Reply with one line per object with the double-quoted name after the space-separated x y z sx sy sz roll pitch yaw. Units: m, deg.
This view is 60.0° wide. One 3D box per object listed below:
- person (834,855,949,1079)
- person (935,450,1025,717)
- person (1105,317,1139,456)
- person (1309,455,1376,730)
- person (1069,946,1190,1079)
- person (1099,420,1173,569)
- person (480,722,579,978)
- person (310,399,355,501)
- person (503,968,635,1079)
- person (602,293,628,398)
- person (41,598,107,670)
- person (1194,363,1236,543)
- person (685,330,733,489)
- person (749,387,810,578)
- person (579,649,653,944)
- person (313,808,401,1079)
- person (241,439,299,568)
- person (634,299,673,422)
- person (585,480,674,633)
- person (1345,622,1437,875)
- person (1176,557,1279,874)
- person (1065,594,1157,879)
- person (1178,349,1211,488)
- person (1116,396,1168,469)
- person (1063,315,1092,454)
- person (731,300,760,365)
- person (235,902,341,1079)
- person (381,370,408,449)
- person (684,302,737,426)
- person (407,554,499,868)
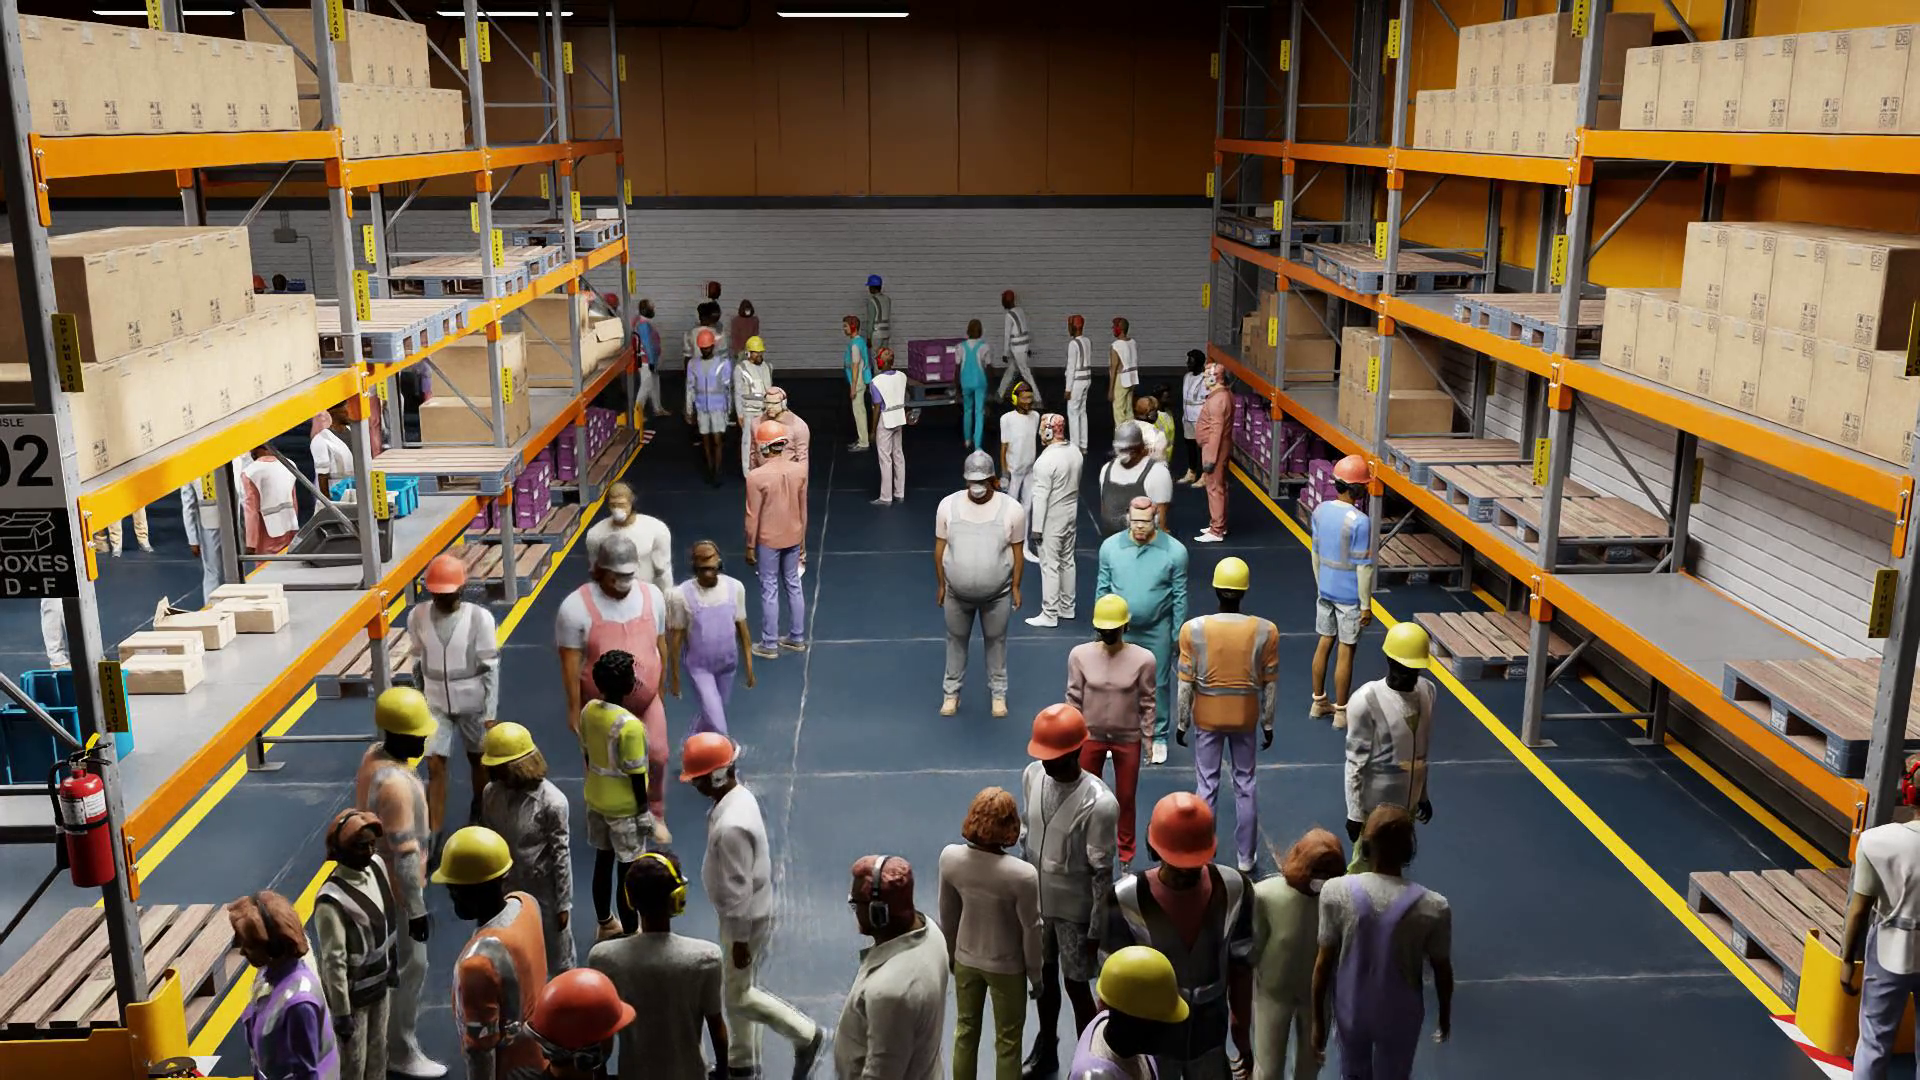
-0.253 2.035 6.031 0.402 1.896 0.652 2 14 9 "person"
0.138 0.332 12.414 0.673 2.000 0.536 1 14 5 "person"
2.177 -2.034 22.128 0.402 1.833 0.563 11 18 37 "person"
2.824 0.382 12.217 0.374 2.044 0.607 -7 16 -25 "person"
0.523 2.186 5.397 0.394 1.913 0.591 3 15 10 "person"
1.470 -0.062 13.961 0.682 2.000 0.950 9 17 31 "person"
-2.030 1.668 7.796 0.489 1.733 0.356 7 16 26 "person"
-5.727 -0.413 15.489 0.364 1.966 0.609 4 15 17 "person"
-1.135 2.228 5.063 0.614 1.993 0.395 12 18 39 "person"
-5.642 -3.146 26.756 0.732 1.706 0.571 11 18 36 "person"
-7.248 0.176 13.435 0.429 1.841 0.625 2 14 8 "person"
2.683 -0.927 17.629 0.401 1.904 0.651 5 15 19 "person"
-3.069 -1.584 20.200 0.558 1.913 0.762 2 14 9 "person"
-1.768 -0.552 16.185 0.641 1.900 0.398 6 15 22 "person"
-1.823 1.404 8.890 0.322 1.697 0.533 -12 19 -40 "person"
-2.528 1.908 7.036 0.315 1.636 0.514 1 14 4 "person"
-5.856 -0.050 14.194 0.408 1.907 0.598 4 15 15 "person"
-4.638 -2.682 24.735 0.596 1.817 0.688 -3 15 -10 "person"
-2.393 0.463 12.180 0.628 1.906 0.866 -1 14 -4 "person"
2.254 1.343 8.678 0.593 1.923 0.382 -9 17 -31 "person"
1.570 1.044 9.847 0.591 1.926 0.387 1 14 2 "person"
0.873 1.162 9.707 0.533 1.767 0.327 2 14 10 "person"
2.877 -1.481 20.235 0.319 1.691 0.536 -7 16 -26 "person"
1.758 -0.475 16.016 0.433 1.835 0.619 -13 19 -41 "person"
1.559 -2.052 22.104 0.359 1.877 0.589 7 16 27 "person"
-3.398 -3.024 26.507 0.505 1.576 0.884 -8 16 -28 "person"
-2.486 2.111 6.253 0.312 1.632 0.525 -10 17 -33 "person"
-7.245 -1.733 21.146 0.322 1.735 0.492 -10 18 -35 "person"
-3.710 -2.611 24.444 0.999 1.819 0.556 12 18 39 "person"
-3.056 1.018 9.995 0.562 1.895 0.927 0 14 1 "person"
